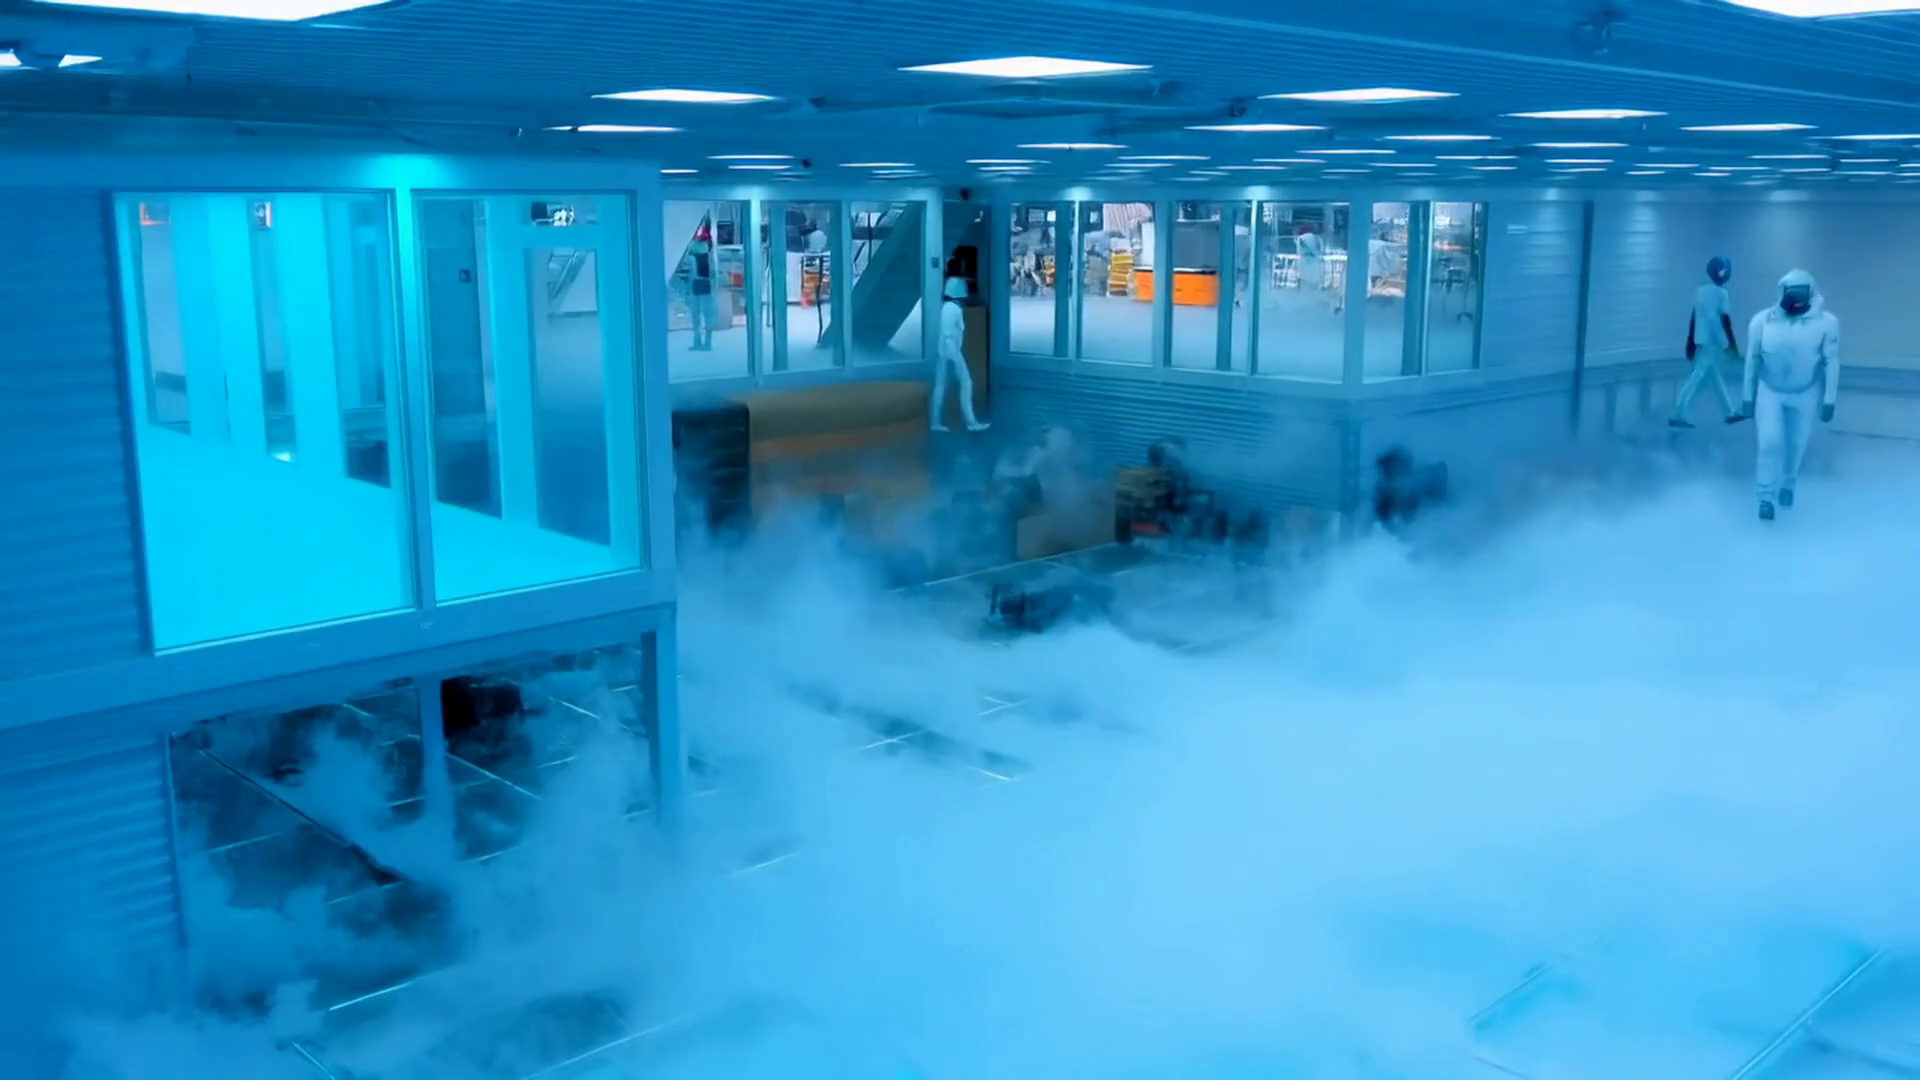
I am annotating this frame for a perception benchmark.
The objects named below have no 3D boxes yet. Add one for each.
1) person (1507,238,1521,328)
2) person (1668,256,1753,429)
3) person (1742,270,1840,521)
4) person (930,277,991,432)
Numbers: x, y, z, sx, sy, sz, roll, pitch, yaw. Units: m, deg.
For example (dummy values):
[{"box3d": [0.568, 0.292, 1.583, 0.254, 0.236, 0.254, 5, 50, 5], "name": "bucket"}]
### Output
[{"box3d": [10.467, -4.907, 31.689, 0.588, 1.869, 0.648, -10, 15, -40], "name": "person"}, {"box3d": [8.002, -2.070, 17.557, 0.992, 1.813, 0.529, -1, 11, -4], "name": "person"}, {"box3d": [6.341, -1.126, 12.718, 0.656, 1.867, 0.969, 5, 12, 24], "name": "person"}, {"box3d": [0.005, -1.919, 17.312, 0.736, 1.600, 0.531, -4, 12, -18], "name": "person"}]
